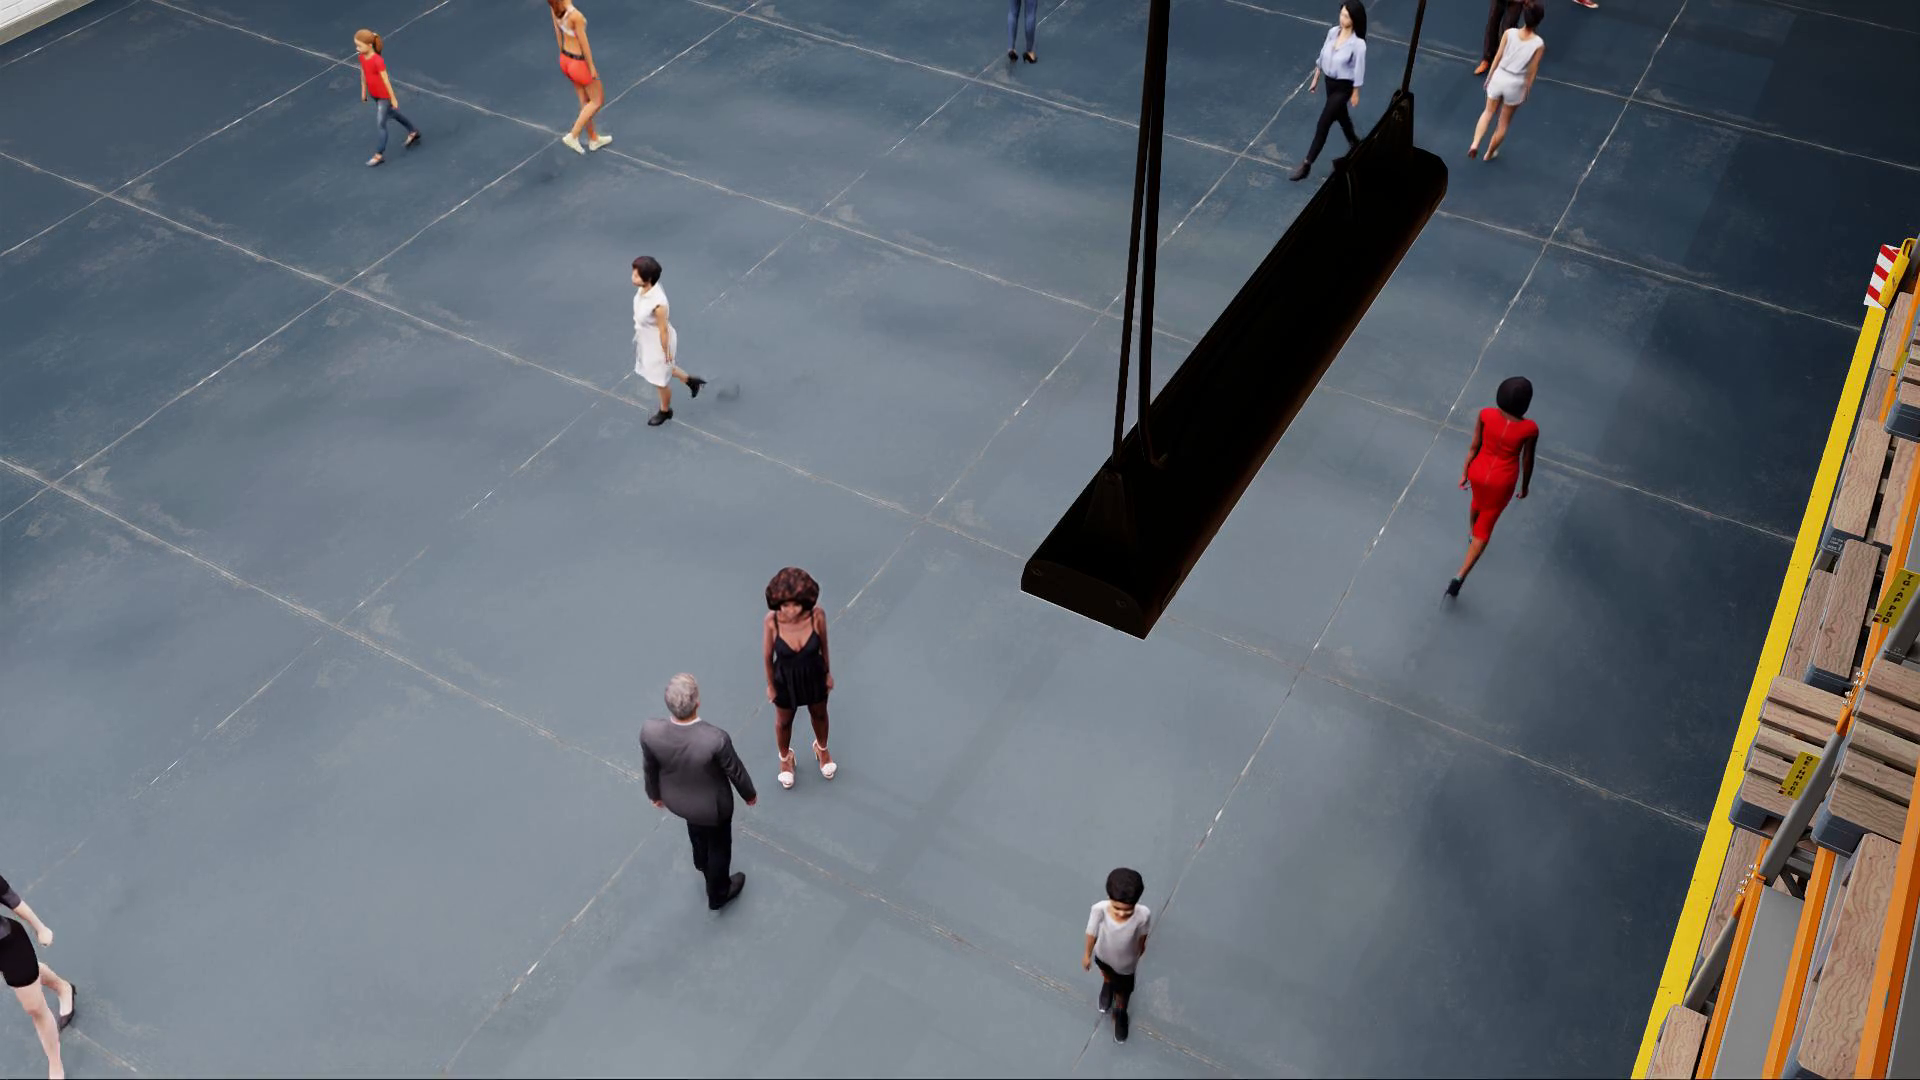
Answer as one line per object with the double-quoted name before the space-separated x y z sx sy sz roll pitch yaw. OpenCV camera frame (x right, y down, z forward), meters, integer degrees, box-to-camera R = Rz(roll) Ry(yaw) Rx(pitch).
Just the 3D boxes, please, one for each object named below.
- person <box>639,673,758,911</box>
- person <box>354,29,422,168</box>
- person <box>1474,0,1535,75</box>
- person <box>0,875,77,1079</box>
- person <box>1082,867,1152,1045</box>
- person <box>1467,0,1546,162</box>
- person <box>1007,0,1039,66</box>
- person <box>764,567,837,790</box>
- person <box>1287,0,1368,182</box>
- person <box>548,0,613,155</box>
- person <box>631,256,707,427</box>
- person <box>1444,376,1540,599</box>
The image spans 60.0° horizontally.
"person" -1.501 1.468 9.361 0.858 1.823 0.805 14 45 14
"person" -5.422 -4.237 15.743 0.612 1.282 0.942 30 51 28
"person" 5.614 -5.605 16.811 0.836 1.788 0.920 35 53 31
"person" -5.023 2.066 8.751 1.001 1.800 1.111 -6 44 -7
"person" 0.858 2.148 9.068 0.576 1.244 0.678 10 44 10
"person" 5.083 -4.211 15.466 0.649 1.625 0.719 23 48 22
"person" 0.645 -5.708 16.915 0.604 1.795 0.519 19 47 19
"person" -0.970 0.838 10.048 0.656 1.789 0.715 -10 45 -11
"person" 3.561 -4.166 15.366 1.238 1.698 1.037 -22 48 -21
"person" -3.626 -4.400 15.551 0.677 1.782 0.851 32 52 29
"person" -2.248 -1.541 12.723 0.876 1.543 0.782 -18 46 -18
"person" 3.596 -0.335 11.340 0.626 1.705 1.094 25 49 24
